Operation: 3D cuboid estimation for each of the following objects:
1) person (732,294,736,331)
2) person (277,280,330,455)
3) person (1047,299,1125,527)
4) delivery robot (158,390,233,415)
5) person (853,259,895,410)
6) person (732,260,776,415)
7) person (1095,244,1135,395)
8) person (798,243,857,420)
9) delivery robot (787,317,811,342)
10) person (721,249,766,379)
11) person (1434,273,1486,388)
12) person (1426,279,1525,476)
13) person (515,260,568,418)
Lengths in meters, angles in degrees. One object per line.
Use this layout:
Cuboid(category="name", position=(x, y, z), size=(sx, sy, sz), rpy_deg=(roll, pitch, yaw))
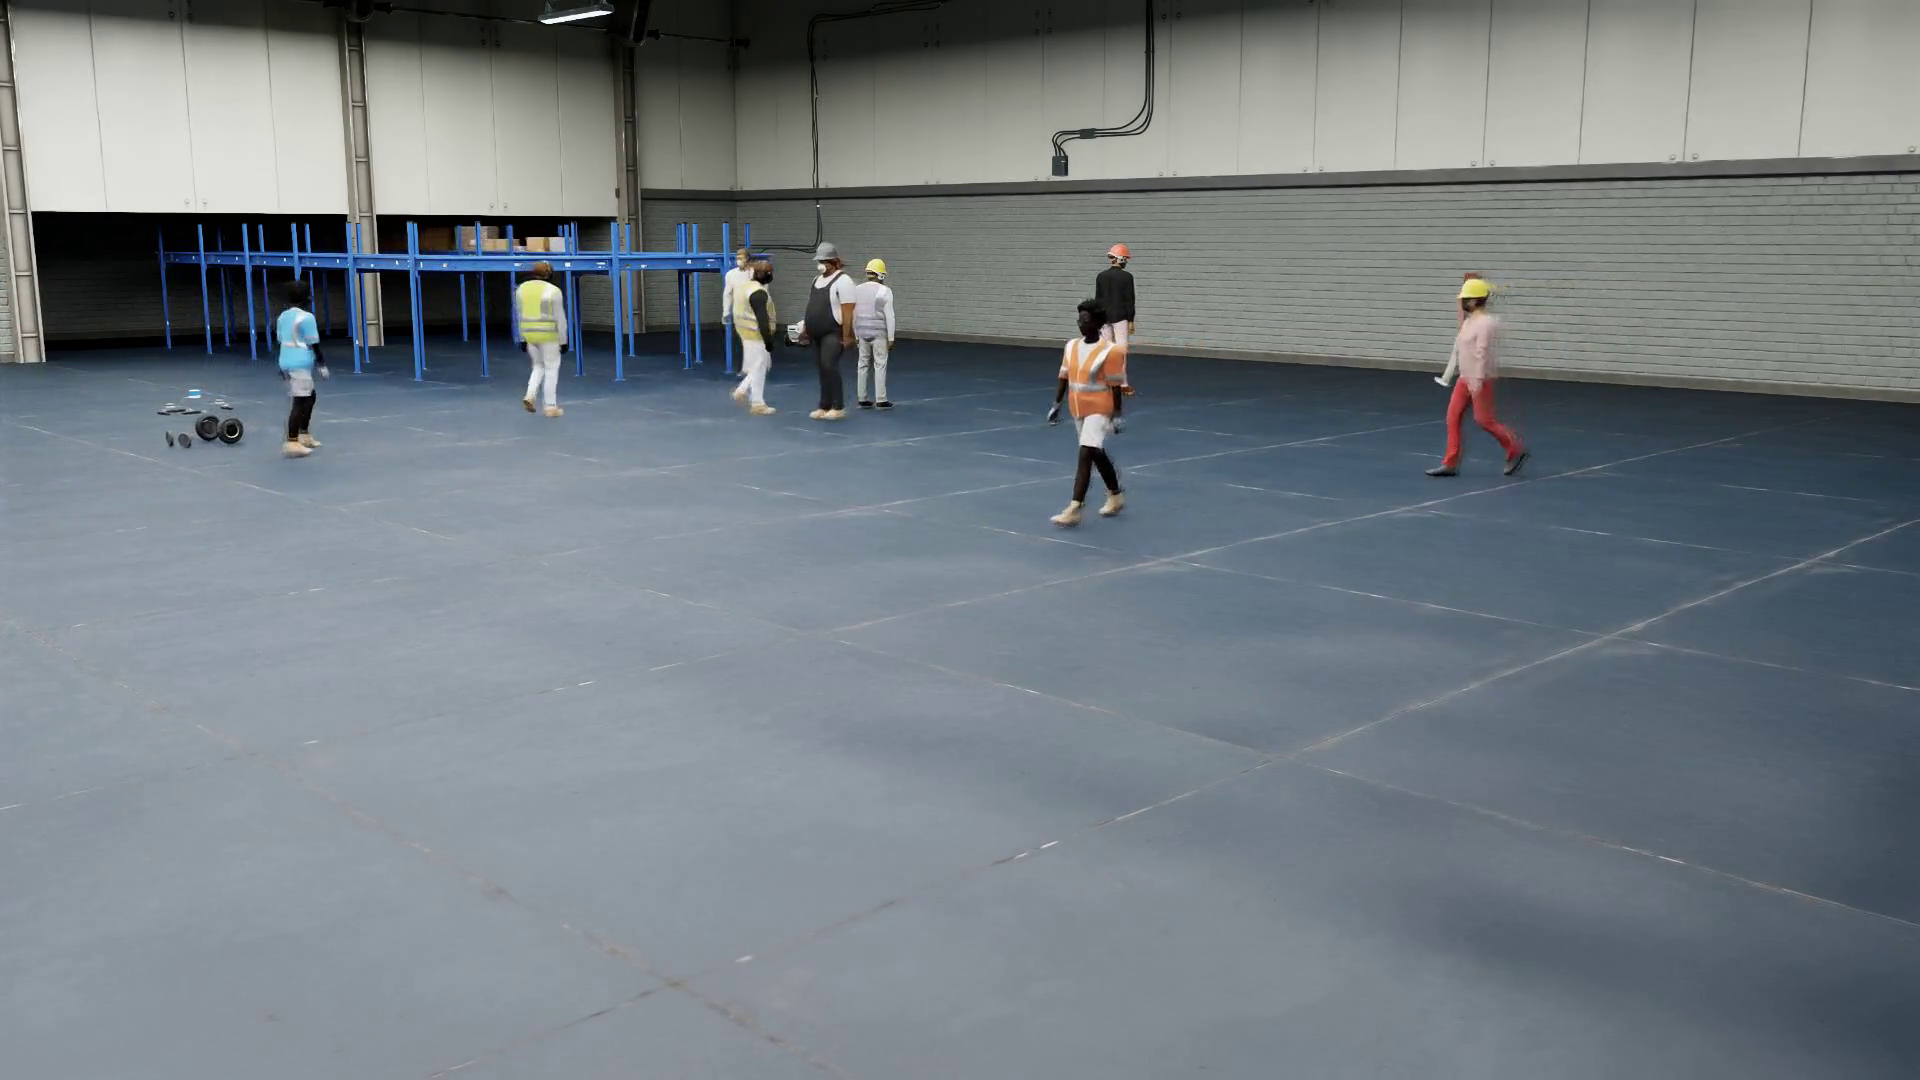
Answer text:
Cuboid(category="person", position=(-4.828, -5.377, 36.503), size=(0.521, 1.615, 0.500), rpy_deg=(-1, 10, -4))
Cuboid(category="person", position=(-6.355, -1.665, 16.092), size=(0.536, 1.681, 0.585), rpy_deg=(10, 14, 43))
Cuboid(category="person", position=(0.974, -0.955, 12.307), size=(0.889, 1.651, 0.539), rpy_deg=(-9, 13, -39))
Cuboid(category="delivery robot", position=(-7.802, -1.417, 16.959), size=(0.335, 0.223, 0.698), rpy_deg=(8, 13, 37))
Cuboid(category="person", position=(-1.037, -2.504, 20.280), size=(0.593, 1.824, 0.403), rpy_deg=(6, 12, 29))
Cuboid(category="person", position=(-2.399, -2.399, 19.724), size=(0.448, 1.823, 0.656), rpy_deg=(-2, 11, -12))
Cuboid(category="person", position=(2.086, -2.942, 22.211), size=(0.614, 1.988, 0.396), rpy_deg=(9, 14, 41))
Cuboid(category="person", position=(-1.529, -2.390, 19.179), size=(0.536, 2.000, 0.703), rpy_deg=(-7, 13, -35))
Cuboid(category="delivery robot", position=(-2.985, -4.034, 31.940), size=(0.477, 0.478, 0.707), rpy_deg=(7, 13, 35))
Cuboid(category="person", position=(-3.216, -3.318, 24.478), size=(0.628, 1.902, 0.885), rpy_deg=(5, 11, 23))
Cuboid(category="person", position=(6.888, -2.822, 22.605), size=(0.540, 1.589, 0.875), rpy_deg=(-6, 12, -28))
Cuboid(category="person", position=(4.578, -1.419, 14.583), size=(0.796, 1.740, 0.527), rpy_deg=(-1, 10, -6))
Cuboid(category="person", position=(-4.855, -2.348, 19.420), size=(0.647, 1.824, 0.442), rpy_deg=(5, 11, 24))
